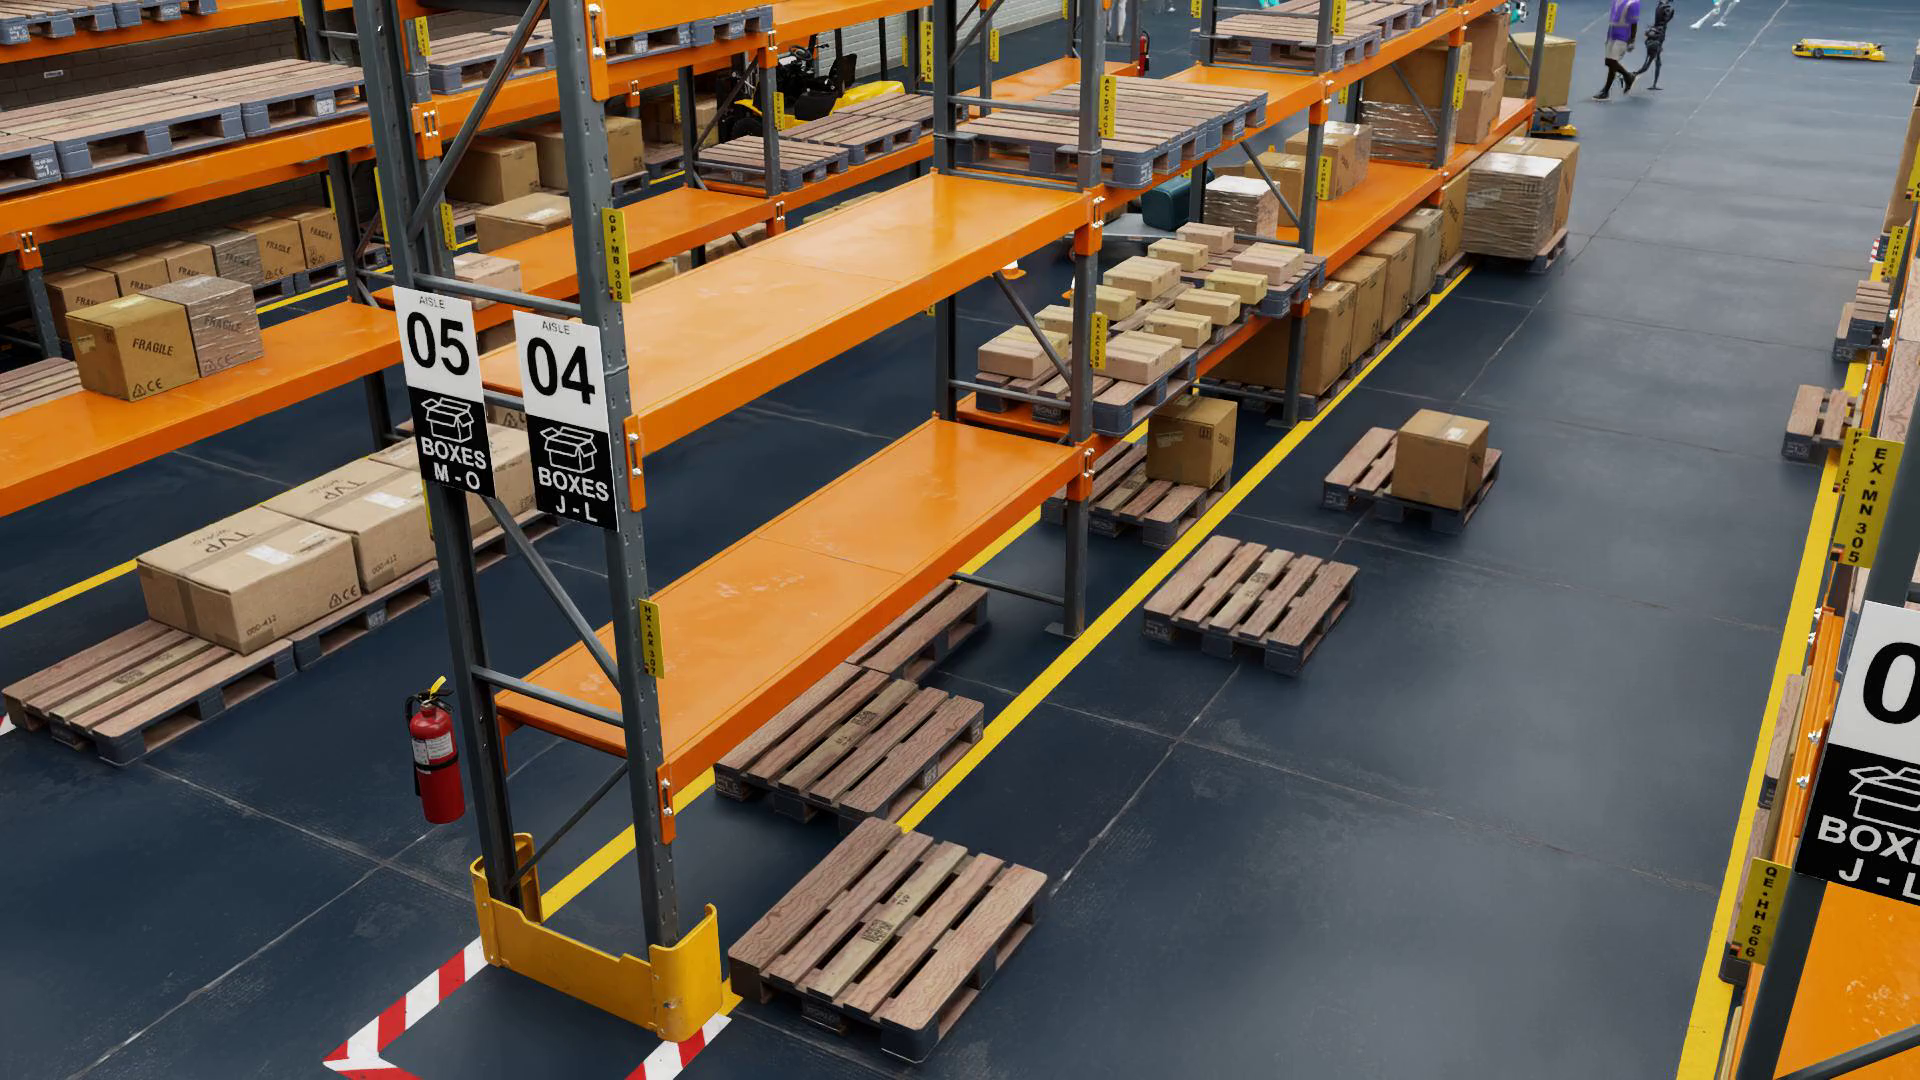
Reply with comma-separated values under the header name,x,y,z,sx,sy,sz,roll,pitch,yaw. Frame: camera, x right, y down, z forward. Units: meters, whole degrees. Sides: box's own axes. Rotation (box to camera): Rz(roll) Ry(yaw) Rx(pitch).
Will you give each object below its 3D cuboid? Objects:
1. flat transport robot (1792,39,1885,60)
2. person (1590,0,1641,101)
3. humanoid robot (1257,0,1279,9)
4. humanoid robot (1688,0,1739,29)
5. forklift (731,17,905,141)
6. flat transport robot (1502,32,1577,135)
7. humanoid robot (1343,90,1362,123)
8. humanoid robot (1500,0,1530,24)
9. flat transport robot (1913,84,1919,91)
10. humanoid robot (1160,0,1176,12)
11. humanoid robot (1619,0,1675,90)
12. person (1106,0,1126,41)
name,x,y,z,sx,sy,sz,roll,pitch,yaw
flat transport robot,15.452,-8.628,29.271,1.431,0.231,0.659,10,27,20
person,10.157,-7.704,25.437,0.715,1.928,0.625,-7,27,-14
humanoid robot,5.697,-10.183,30.847,0.825,1.810,0.552,-17,30,-31
humanoid robot,14.497,-10.569,31.638,0.900,1.780,0.546,2,26,4
forklift,-1.819,-5.975,21.543,2.313,2.155,1.214,14,29,26
flat transport robot,7.941,-5.896,23.594,1.431,0.231,0.659,0,26,0
humanoid robot,5.667,-6.742,23.723,0.340,1.655,0.608,10,27,20
humanoid robot,9.375,-9.016,28.357,0.556,1.729,0.969,-5,26,-10
flat transport robot,15.676,-6.946,25.775,0.659,0.231,1.431,-11,28,-22
humanoid robot,4.252,-11.492,33.664,0.725,1.897,0.540,-21,33,-37
humanoid robot,10.869,-7.910,26.214,0.721,1.605,0.616,3,26,7
person,2.900,-10.272,30.835,0.640,1.883,1.054,-1,26,-1
